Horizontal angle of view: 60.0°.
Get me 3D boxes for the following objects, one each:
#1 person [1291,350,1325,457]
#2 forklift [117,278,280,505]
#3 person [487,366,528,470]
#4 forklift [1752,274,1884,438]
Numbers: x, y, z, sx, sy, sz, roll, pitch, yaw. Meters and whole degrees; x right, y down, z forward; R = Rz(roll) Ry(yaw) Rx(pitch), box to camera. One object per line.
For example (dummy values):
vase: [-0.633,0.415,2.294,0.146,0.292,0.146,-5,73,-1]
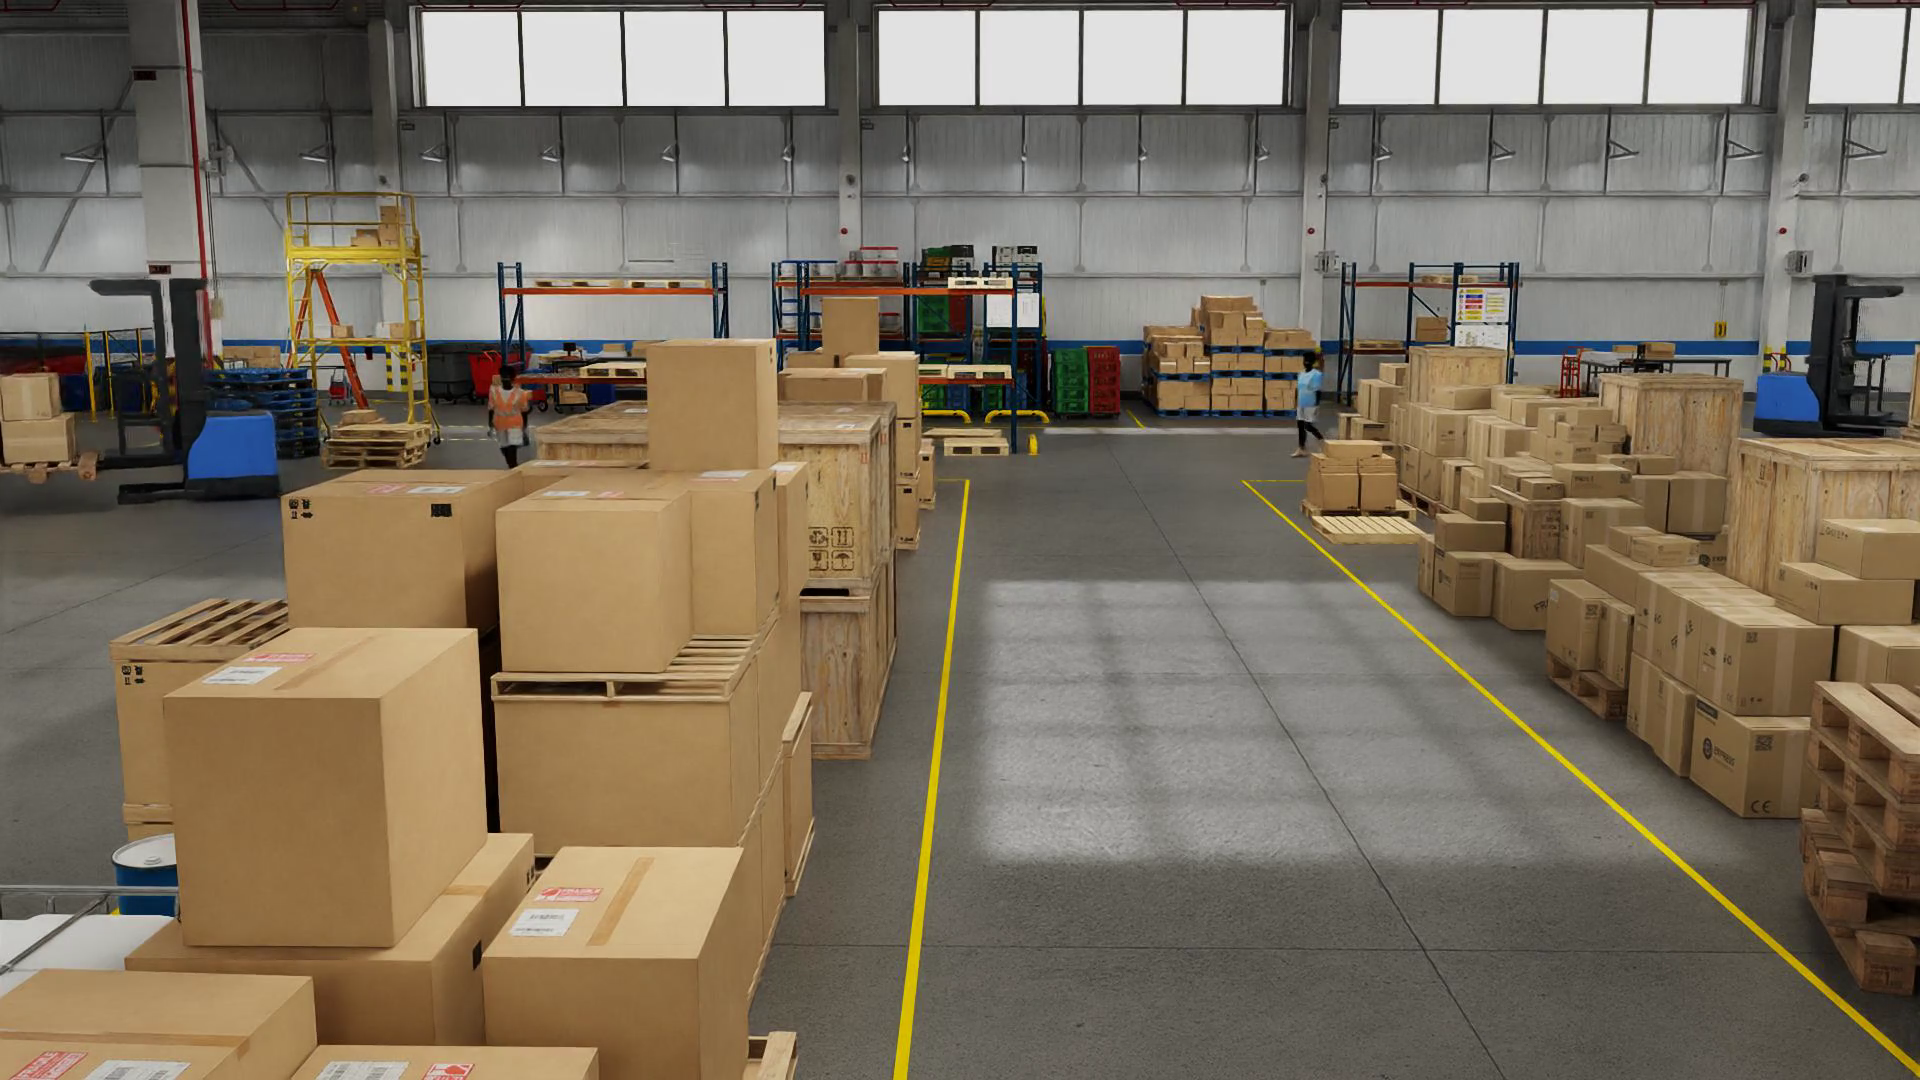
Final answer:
person: [5.449,-2.111,25.862,0.450,1.683,0.560,-5,11,-26]
forklift: [-9.811,-1.938,21.241,1.873,2.768,1.129,-4,10,-25]
person: [-6.088,-1.537,22.483,0.529,1.665,0.829,1,9,3]
forklift: [14.933,-3.194,28.765,1.873,2.768,1.129,8,12,39]
